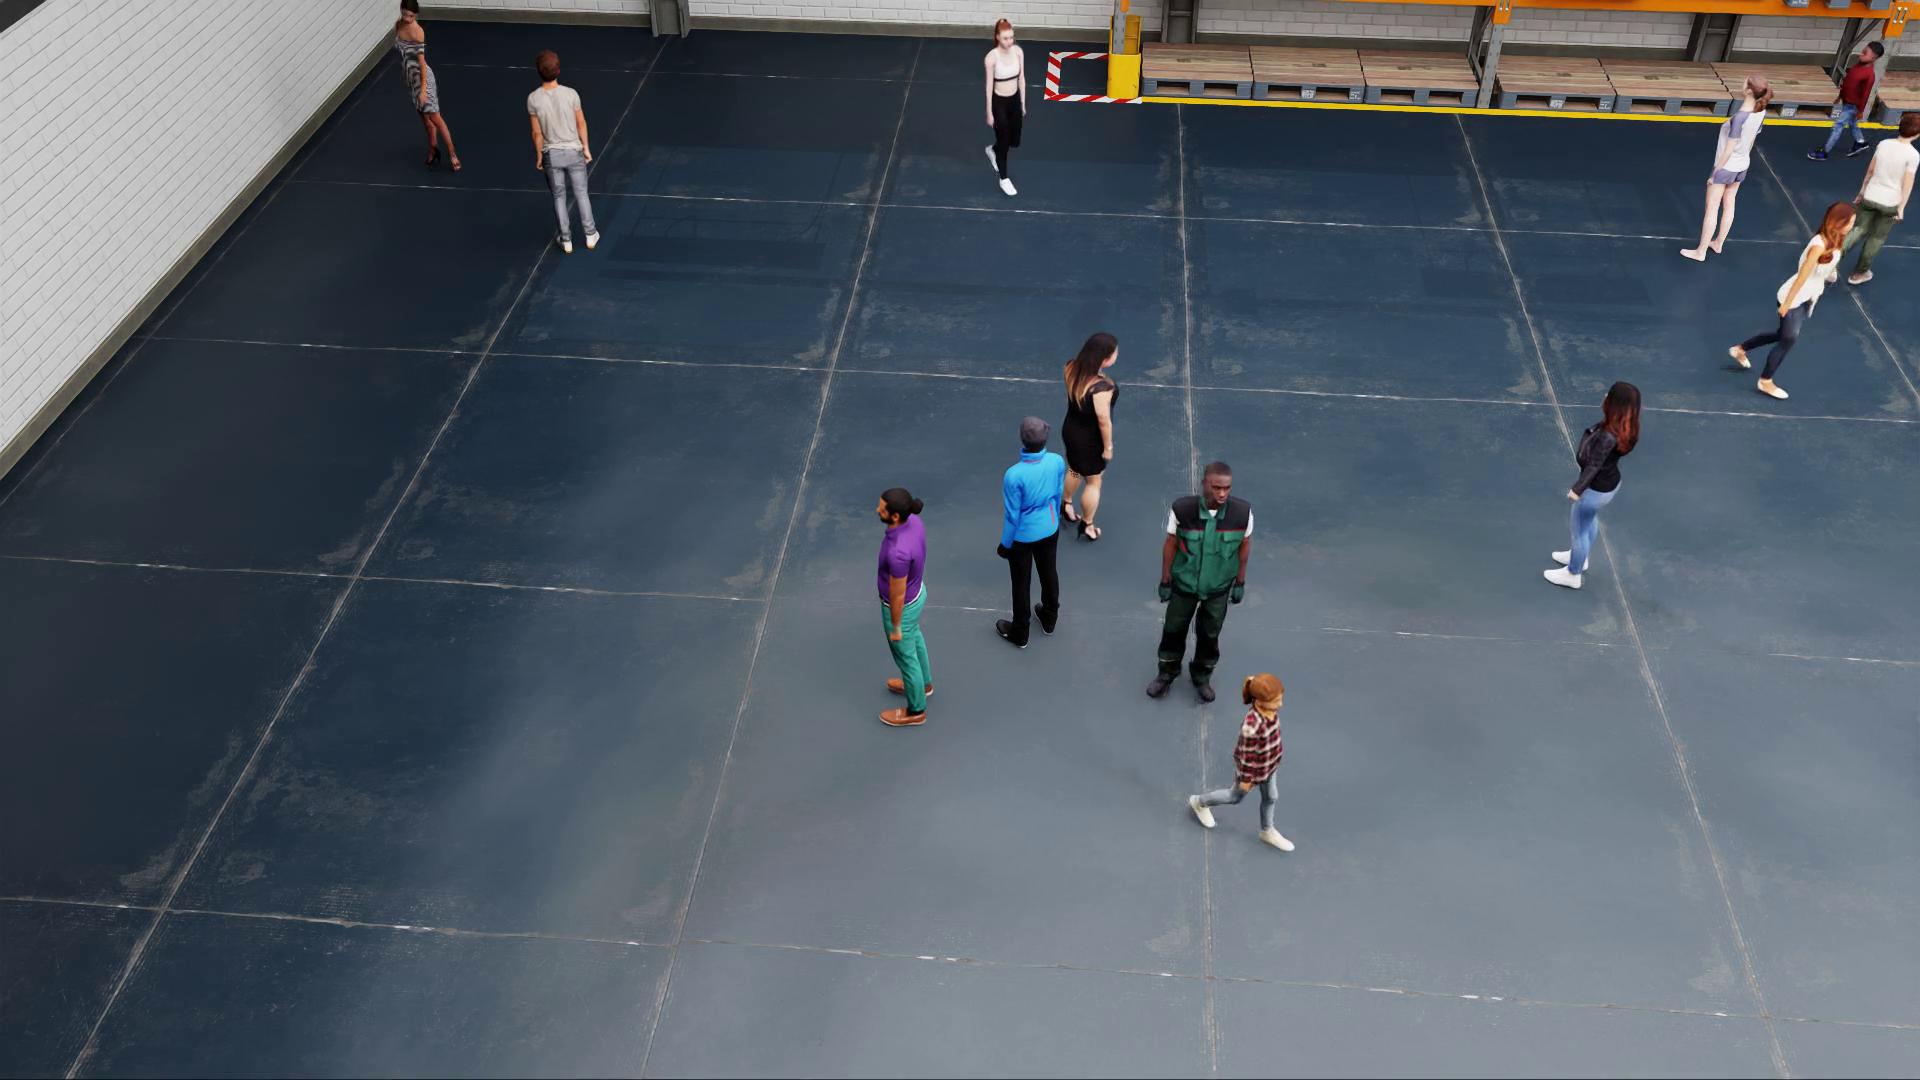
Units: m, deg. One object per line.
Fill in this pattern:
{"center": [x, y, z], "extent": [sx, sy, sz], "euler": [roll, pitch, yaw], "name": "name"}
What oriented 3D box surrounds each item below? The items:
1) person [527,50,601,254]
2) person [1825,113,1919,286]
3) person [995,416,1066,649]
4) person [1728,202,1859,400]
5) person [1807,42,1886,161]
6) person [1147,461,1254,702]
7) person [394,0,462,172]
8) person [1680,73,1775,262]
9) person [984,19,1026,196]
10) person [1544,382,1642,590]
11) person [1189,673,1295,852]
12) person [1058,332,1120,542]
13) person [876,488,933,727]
{"center": [-3.621, -3.527, 15.146], "extent": [0.637, 1.898, 0.795], "euler": [-11, 40, -13], "name": "person"}
{"center": [8.045, -2.949, 14.635], "extent": [1.001, 1.633, 0.896], "euler": [-22, 43, -25], "name": "person"}
{"center": [0.480, -0.050, 10.876], "extent": [0.673, 1.793, 0.756], "euler": [-22, 44, -25], "name": "person"}
{"center": [6.630, -1.967, 13.306], "extent": [0.976, 1.756, 0.900], "euler": [31, 48, 33], "name": "person"}
{"center": [9.087, -4.439, 16.807], "extent": [0.850, 1.251, 0.509], "euler": [3, 39, 4], "name": "person"}
{"center": [1.491, 0.256, 10.455], "extent": [0.530, 1.839, 0.777], "euler": [5, 39, 6], "name": "person"}
{"center": [-5.365, -4.552, 16.510], "extent": [0.803, 1.797, 0.724], "euler": [-20, 43, -23], "name": "person"}
{"center": [6.977, -3.376, 15.061], "extent": [0.663, 1.767, 0.736], "euler": [-22, 44, -25], "name": "person"}
{"center": [0.383, -4.235, 16.166], "extent": [0.869, 1.731, 0.901], "euler": [-21, 43, -24], "name": "person"}
{"center": [4.376, -0.369, 11.404], "extent": [0.753, 1.633, 0.732], "euler": [26, 46, 29], "name": "person"}
{"center": [1.649, 1.253, 9.645], "extent": [0.973, 1.292, 0.800], "euler": [23, 44, 26], "name": "person"}
{"center": [0.896, -0.726, 11.791], "extent": [0.780, 1.707, 0.759], "euler": [-18, 42, -22], "name": "person"}
{"center": [-0.335, 0.393, 10.343], "extent": [0.522, 1.766, 0.603], "euler": [4, 39, 5], "name": "person"}
